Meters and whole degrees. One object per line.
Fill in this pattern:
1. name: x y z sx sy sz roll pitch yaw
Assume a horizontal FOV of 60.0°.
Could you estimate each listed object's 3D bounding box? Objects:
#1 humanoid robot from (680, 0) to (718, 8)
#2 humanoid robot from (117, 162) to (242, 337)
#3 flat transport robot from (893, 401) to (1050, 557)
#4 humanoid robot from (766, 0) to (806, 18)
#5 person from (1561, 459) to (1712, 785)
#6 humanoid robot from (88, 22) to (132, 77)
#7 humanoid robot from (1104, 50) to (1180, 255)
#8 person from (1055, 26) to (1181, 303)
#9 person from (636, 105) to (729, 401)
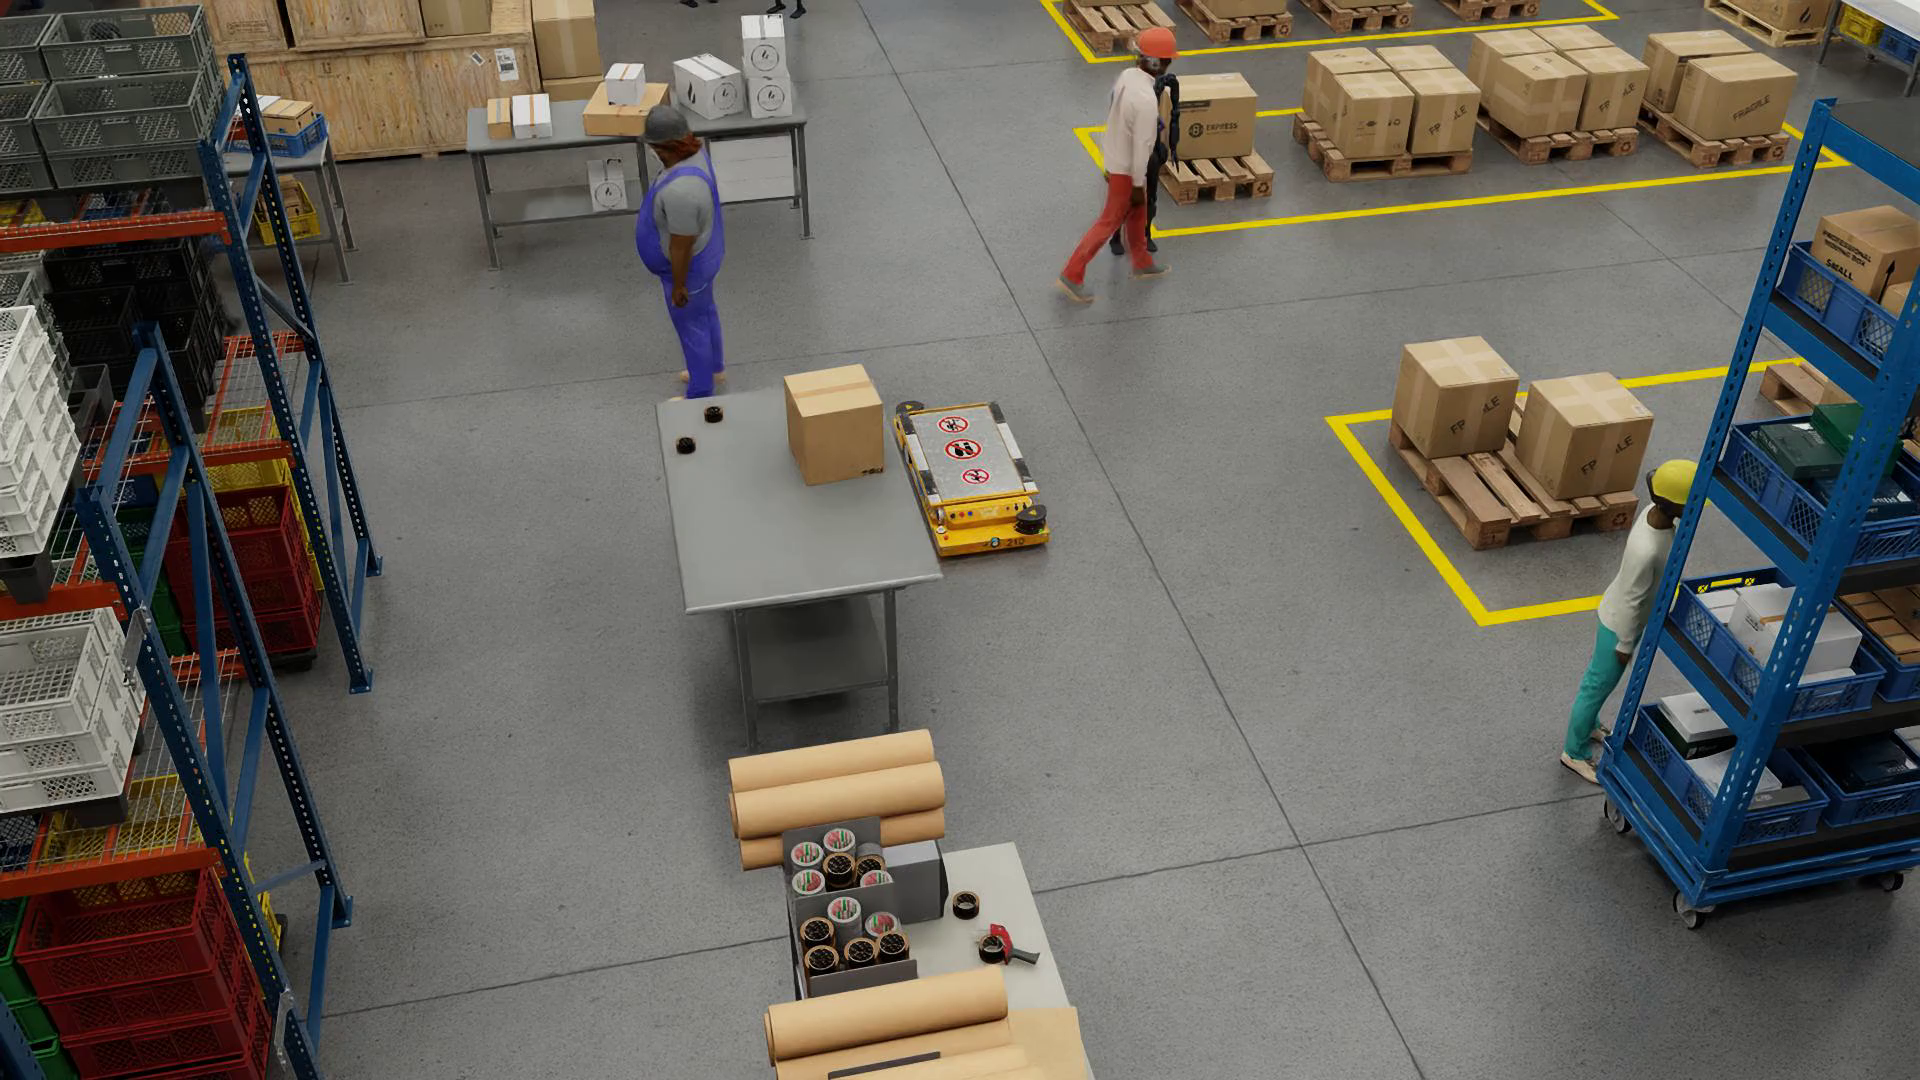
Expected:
1. humanoid robot: -2.715 -6.256 16.767 0.587 1.660 0.329 -20 41 -24
2. humanoid robot: -5.281 -2.085 11.198 0.641 1.657 0.412 9 38 12
3. flat transport robot: 0.046 -0.430 10.108 0.652 0.197 1.431 -8 37 -10
4. humanoid robot: -1.773 -6.036 16.484 0.579 1.652 0.306 17 40 22
5. person: 3.168 0.362 7.811 0.324 1.769 0.523 20 41 24
6. humanoid robot: -6.192 -3.070 12.490 0.325 1.654 0.600 -23 42 -28
7. humanoid robot: 1.337 -2.884 12.249 0.562 1.650 0.357 -9 38 -12
8. person: 1.142 -2.649 11.704 0.824 1.962 0.646 -7 37 -9
9. person: -1.753 -1.778 10.460 0.536 2.000 0.679 2 37 2
